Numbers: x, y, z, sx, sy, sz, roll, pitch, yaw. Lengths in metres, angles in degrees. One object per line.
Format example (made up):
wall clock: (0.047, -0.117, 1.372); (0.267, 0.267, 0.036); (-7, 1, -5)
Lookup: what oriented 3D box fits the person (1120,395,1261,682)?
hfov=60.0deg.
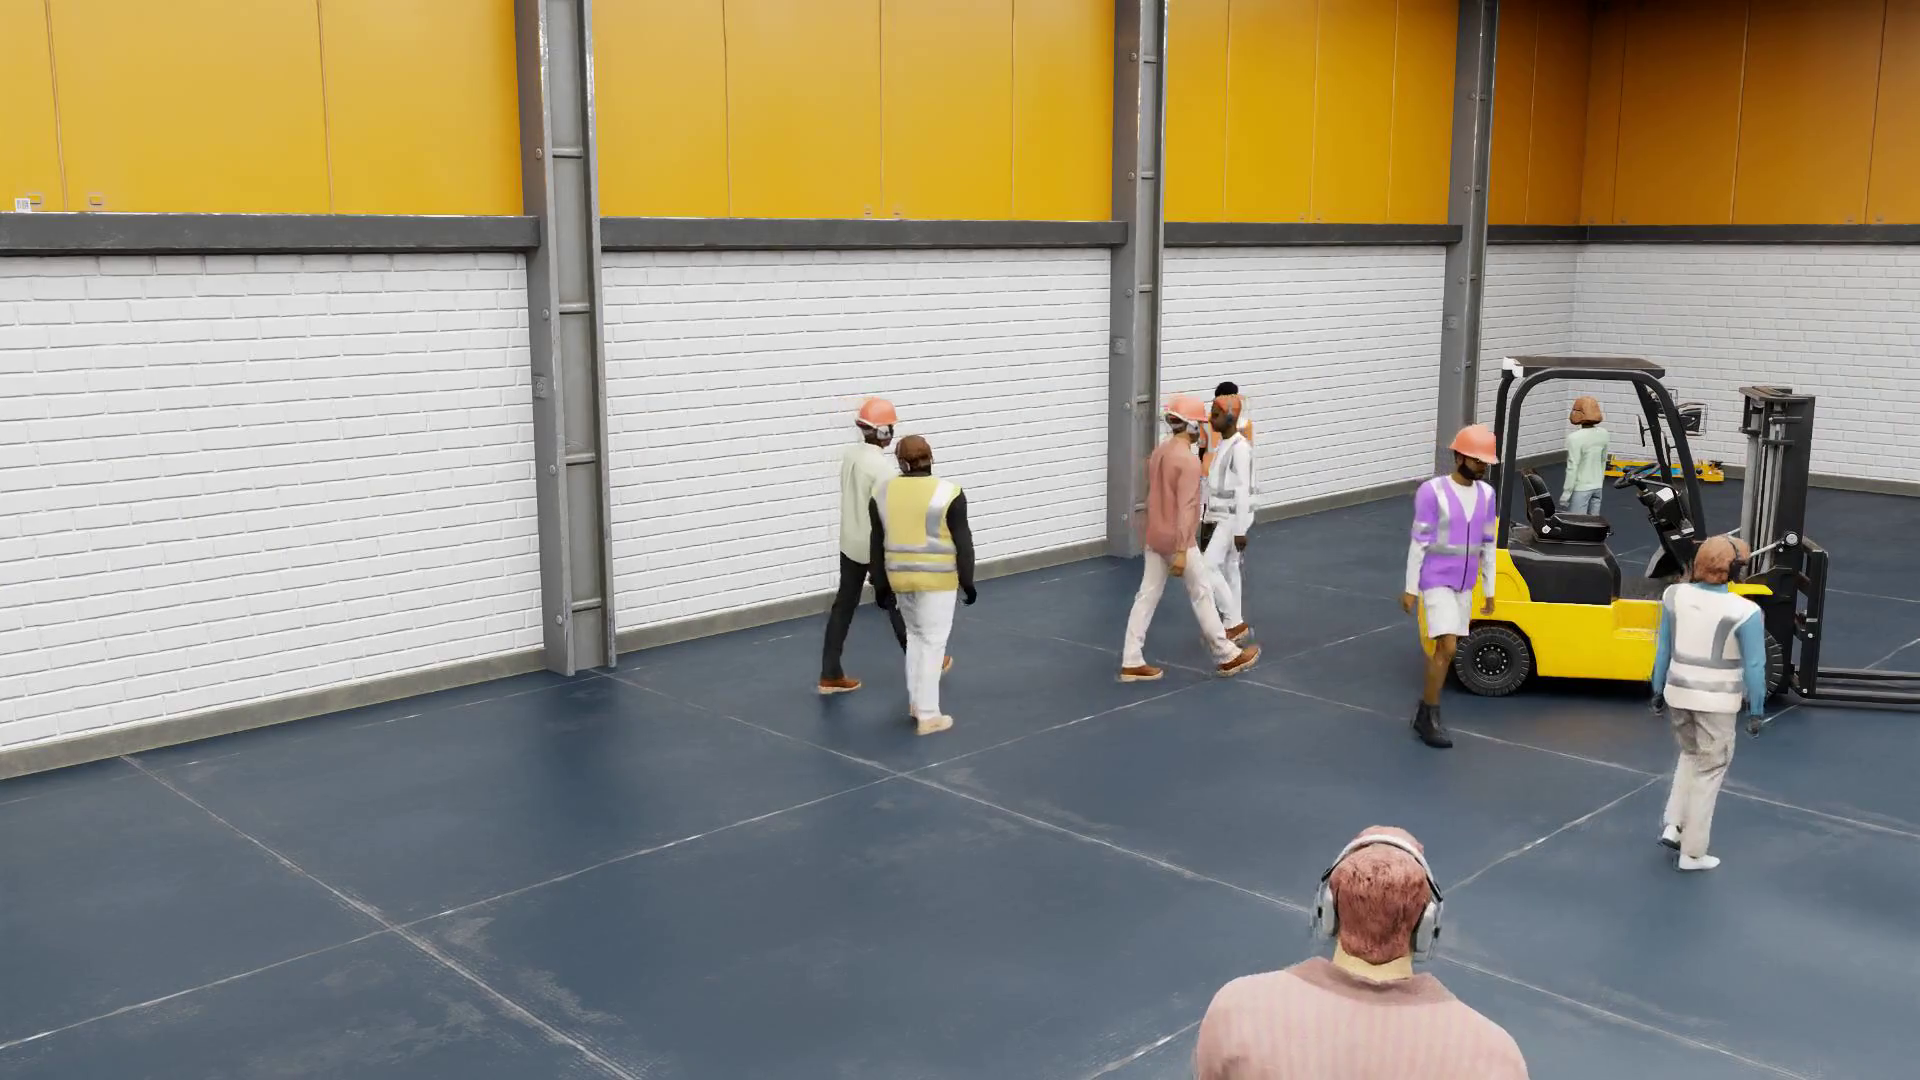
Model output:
person: (1.539, -0.004, 11.247); (1.019, 1.931, 0.639); (-4, 11, -22)

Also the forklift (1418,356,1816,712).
forklift: (4.276, -0.101, 11.076); (2.313, 2.155, 1.214); (2, 11, 13)

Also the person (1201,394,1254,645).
person: (1.922, -0.128, 12.120); (0.431, 1.872, 0.583); (0, 10, 0)

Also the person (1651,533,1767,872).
person: (3.541, 0.773, 7.861); (0.385, 1.623, 0.538); (-6, 12, -30)

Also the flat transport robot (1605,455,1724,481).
flat transport robot: (8.722, -0.906, 20.711); (1.431, 0.197, 0.652); (4, 11, 22)

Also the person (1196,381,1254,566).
person: (2.414, -0.602, 15.192); (0.529, 1.690, 0.321); (3, 11, 18)

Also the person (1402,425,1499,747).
person: (2.941, 0.272, 9.821); (0.572, 1.905, 0.636); (-5, 11, -24)

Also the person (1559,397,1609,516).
person: (5.365, -0.417, 14.325); (0.498, 1.634, 0.280); (-7, 12, -32)

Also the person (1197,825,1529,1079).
person: (0.762, 1.498, 3.278); (0.636, 1.865, 0.988); (2, 11, 10)

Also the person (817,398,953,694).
person: (-0.517, 0.036, 10.997); (1.013, 1.945, 0.630); (-7, 13, -34)

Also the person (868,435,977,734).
person: (-0.191, 0.263, 10.165); (0.633, 1.814, 0.560); (6, 12, 29)
